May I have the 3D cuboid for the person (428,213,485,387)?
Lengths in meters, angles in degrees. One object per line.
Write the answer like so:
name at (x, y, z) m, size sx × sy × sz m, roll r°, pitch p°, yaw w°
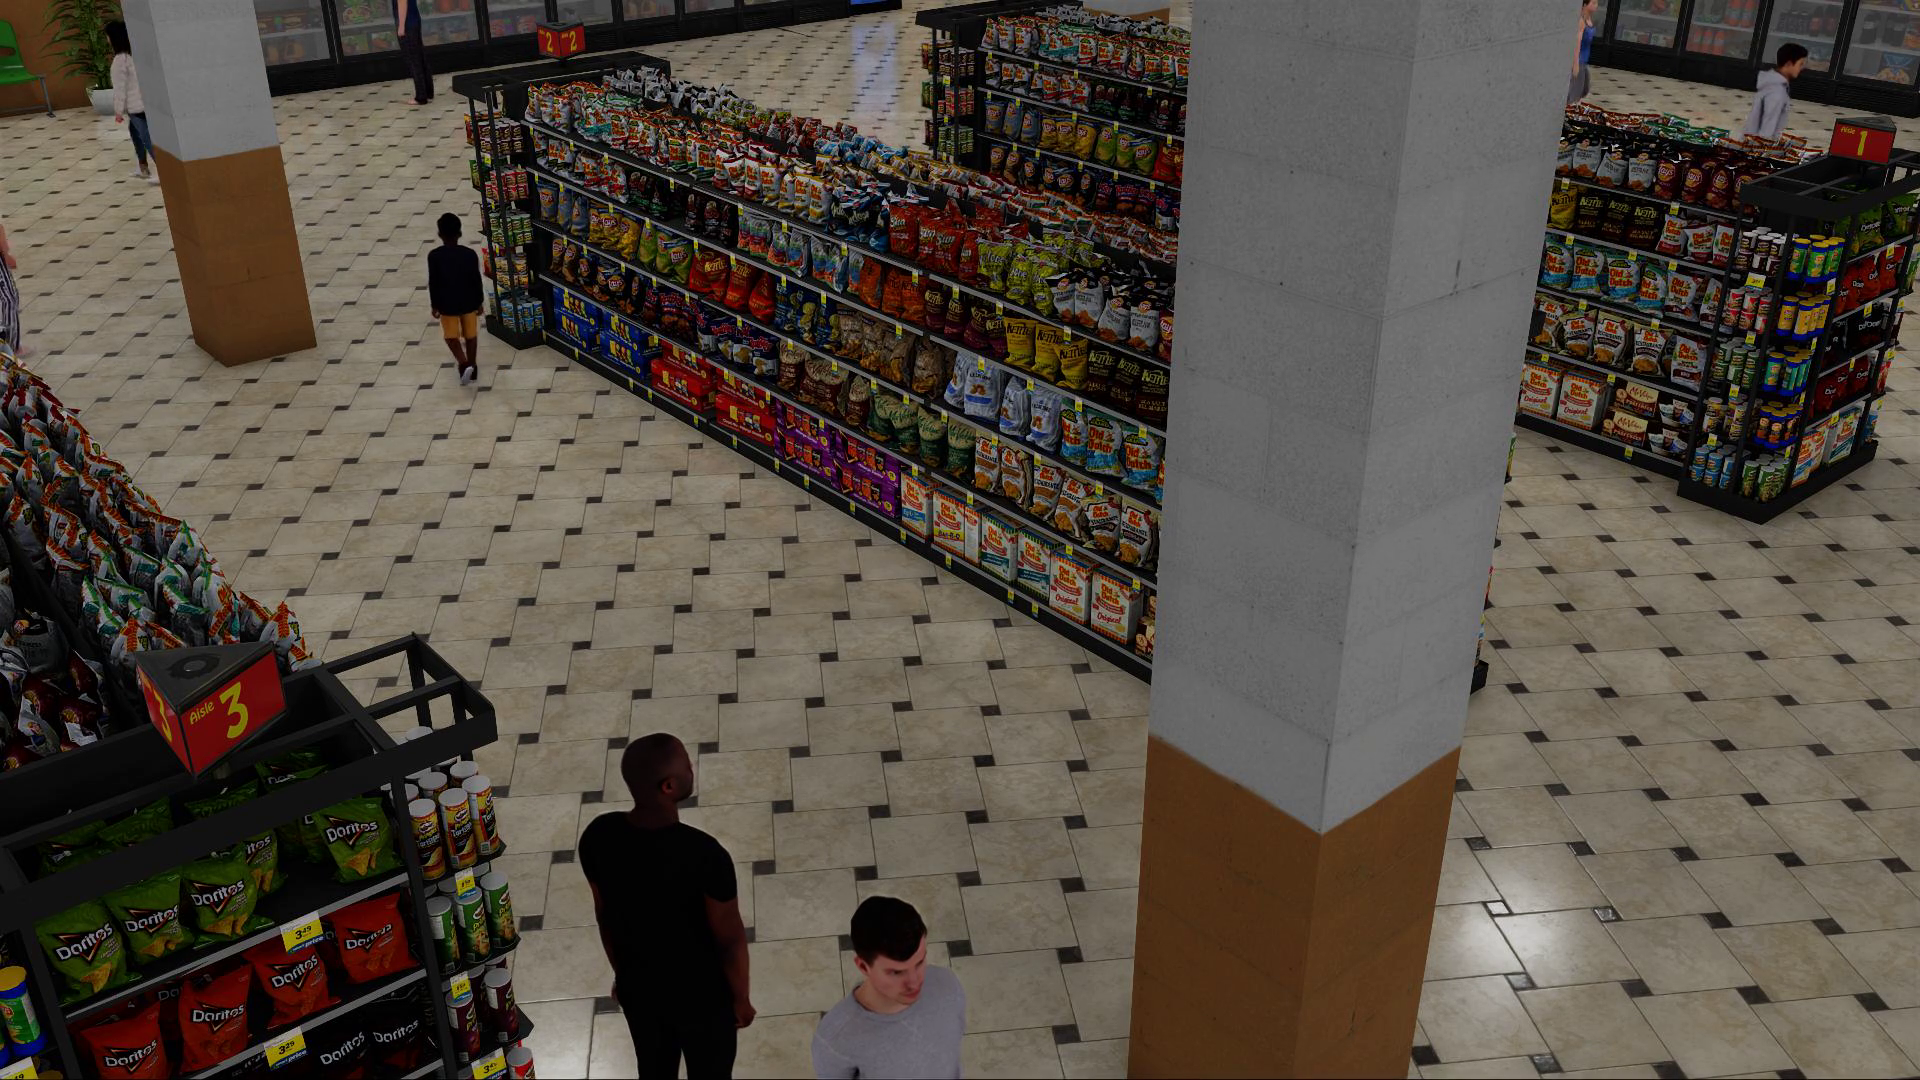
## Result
person at (-3.586, -1.694, 11.887) m, size 0.601 × 1.262 × 0.724 m, roll -14°, pitch 30°, yaw -25°

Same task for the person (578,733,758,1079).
person at (-0.886, 1.401, 5.168) m, size 0.687 × 1.818 × 0.811 m, roll 10°, pitch 28°, yaw 19°

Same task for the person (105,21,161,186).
person at (-8.247, -4.409, 16.843) m, size 0.896 × 1.621 × 0.840 m, roll 0°, pitch 27°, yaw 0°

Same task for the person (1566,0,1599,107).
person at (6.896, -5.358, 18.740) m, size 0.823 × 1.597 × 0.701 m, roll 16°, pitch 31°, yaw 28°

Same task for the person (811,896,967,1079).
person at (-0.183, 1.716, 4.514) m, size 0.614 × 1.848 × 0.513 m, roll -20°, pitch 33°, yaw -35°

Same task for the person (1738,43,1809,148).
person at (6.778, -3.310, 14.397) m, size 1.329 × 1.874 × 1.191 m, roll 8°, pitch 28°, yaw 15°

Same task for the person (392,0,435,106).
person at (-6.714, -6.282, 20.260) m, size 0.786 × 1.871 × 0.717 m, roll 1°, pitch 27°, yaw 3°

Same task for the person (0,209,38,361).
person at (-7.226, -2.061, 12.164) m, size 0.914 × 1.665 × 0.951 m, roll 9°, pitch 28°, yaw 17°
